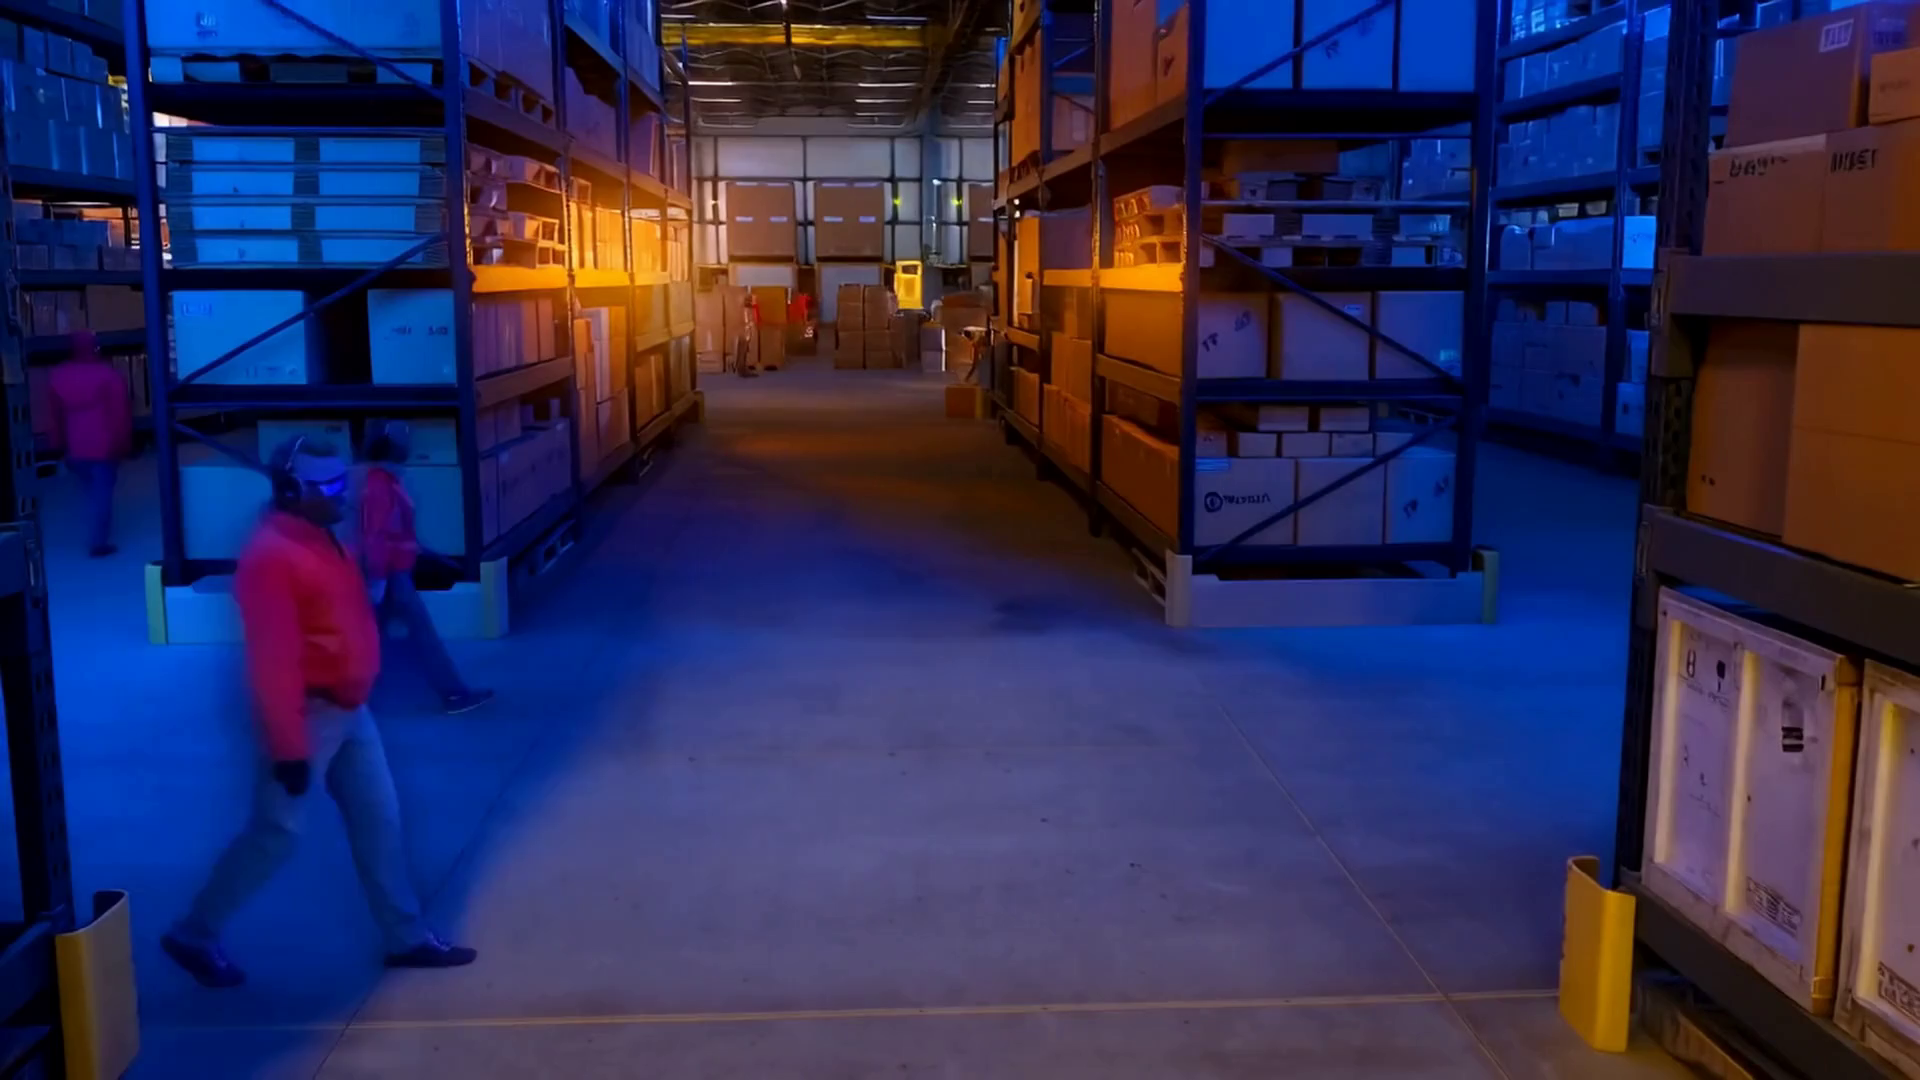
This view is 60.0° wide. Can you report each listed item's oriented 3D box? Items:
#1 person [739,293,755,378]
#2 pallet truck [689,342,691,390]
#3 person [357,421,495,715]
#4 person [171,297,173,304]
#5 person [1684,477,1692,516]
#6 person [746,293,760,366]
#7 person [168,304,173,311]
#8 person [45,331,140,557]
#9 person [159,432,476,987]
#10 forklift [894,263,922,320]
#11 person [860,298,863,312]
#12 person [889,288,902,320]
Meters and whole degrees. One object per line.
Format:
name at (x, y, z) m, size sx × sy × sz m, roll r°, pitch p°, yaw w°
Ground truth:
person at (-4.914, -4.704, 38.318) m, size 0.373 × 1.939 × 0.545 m, roll -2°, pitch 9°, yaw -10°
pallet truck at (-5.225, -3.008, 27.480) m, size 1.885 × 1.965 × 0.823 m, roll 2°, pitch 9°, yaw 14°
person at (-2.982, 0.163, 8.836) m, size 0.865 × 1.593 × 0.514 m, roll -3°, pitch 10°, yaw -18°
person at (-29.516, -8.630, 62.793) m, size 0.397 × 1.992 × 0.621 m, roll 1°, pitch 9°, yaw 5°
person at (6.333, -0.760, 13.995) m, size 0.651 × 1.790 × 0.976 m, roll -4°, pitch 10°, yaw -23°
person at (-5.456, -5.411, 42.884) m, size 0.779 × 1.890 × 0.636 m, roll -1°, pitch 9°, yaw -7°
person at (-26.245, -7.379, 55.787) m, size 0.525 × 1.723 × 0.904 m, roll -2°, pitch 9°, yaw -12°
person at (-7.304, -0.818, 14.099) m, size 0.643 × 1.885 × 0.696 m, roll 1°, pitch 9°, yaw 4°
person at (-2.175, 0.568, 5.457) m, size 0.955 × 1.862 × 0.659 m, roll -1°, pitch 9°, yaw -4°
forklift at (-1.987, -9.022, 62.479) m, size 1.129 × 2.768 × 1.873 m, roll -1°, pitch 9°, yaw -4°
person at (-3.243, -7.899, 58.574) m, size 0.649 × 1.890 × 1.048 m, roll -9°, pitch 13°, yaw -44°
person at (-2.477, -8.531, 62.527) m, size 0.579 × 1.881 × 0.362 m, roll 0°, pitch 9°, yaw -1°
